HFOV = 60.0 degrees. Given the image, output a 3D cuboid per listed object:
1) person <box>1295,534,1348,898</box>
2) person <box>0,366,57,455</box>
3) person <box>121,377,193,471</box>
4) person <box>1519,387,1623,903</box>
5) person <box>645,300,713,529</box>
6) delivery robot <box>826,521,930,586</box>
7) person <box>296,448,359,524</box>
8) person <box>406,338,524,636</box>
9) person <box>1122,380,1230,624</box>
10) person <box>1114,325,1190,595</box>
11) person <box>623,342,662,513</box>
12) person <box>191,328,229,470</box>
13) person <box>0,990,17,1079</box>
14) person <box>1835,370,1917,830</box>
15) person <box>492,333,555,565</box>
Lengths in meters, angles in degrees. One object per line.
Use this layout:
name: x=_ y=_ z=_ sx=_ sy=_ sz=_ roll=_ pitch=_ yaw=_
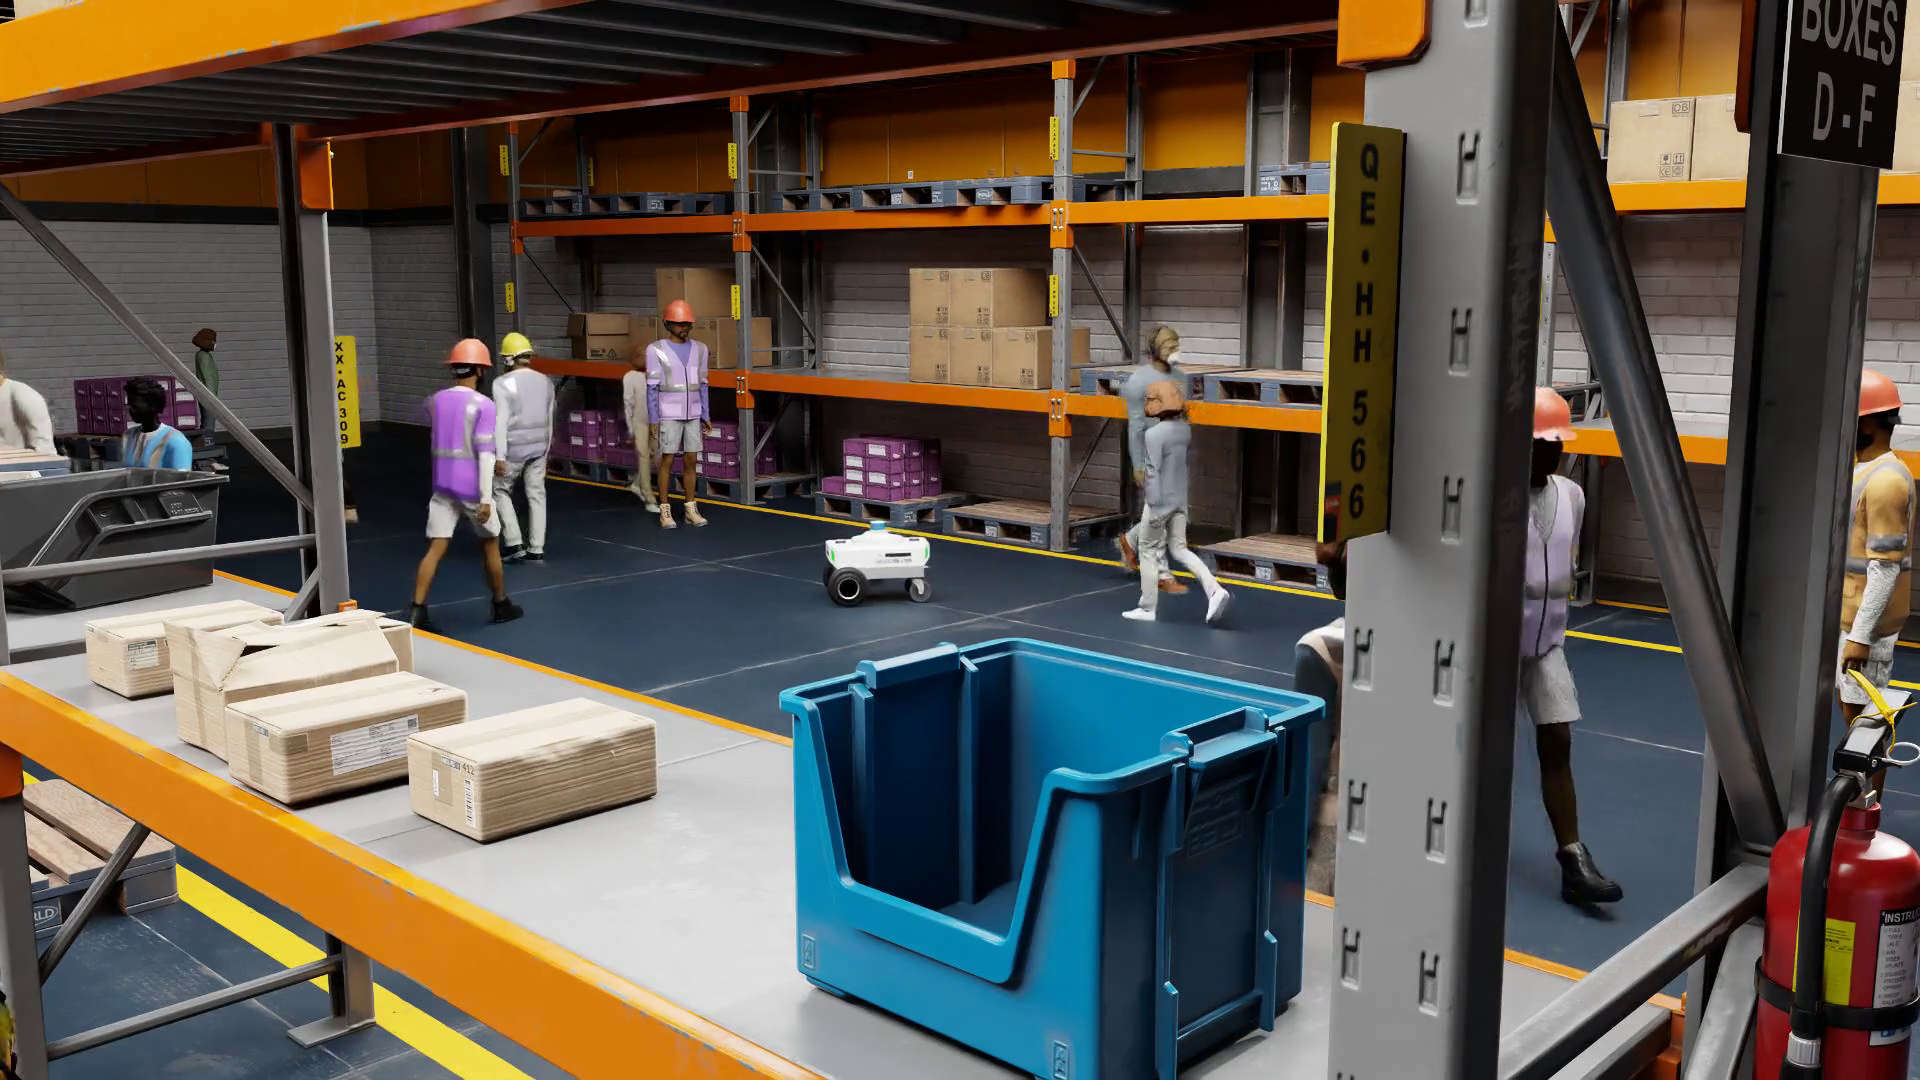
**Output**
person: x=1.099 y=0.758 z=4.598 sx=0.522 sy=1.636 sz=0.310 roll=-7 pitch=11 yaw=-35
person: x=-5.545 y=-0.213 z=9.781 sx=0.726 sy=1.901 sz=0.372 roll=4 pitch=10 yaw=23
person: x=-4.722 y=-0.120 z=9.837 sx=0.536 sy=1.691 sz=0.323 roll=5 pitch=11 yaw=29
person: x=2.109 y=0.373 z=6.217 sx=0.563 sy=1.880 sz=1.009 roll=-3 pitch=10 yaw=-16
person: x=-2.489 y=-1.116 z=14.850 sx=0.616 sy=2.039 sz=0.386 roll=-7 pitch=11 yaw=-36
delivery robot: x=-0.571 y=0.109 z=11.589 sx=0.707 sy=0.478 sz=0.477 roll=-1 pitch=10 yaw=-10
person: x=-5.829 y=-0.977 z=15.116 sx=0.848 sy=1.657 sz=0.545 roll=3 pitch=10 yaw=18
person: x=-3.194 y=-0.330 z=10.553 sx=0.540 sy=1.887 sz=0.982 roll=4 pitch=10 yaw=21
person: x=1.400 y=-0.232 z=10.770 sx=0.702 sy=1.608 sz=0.498 roll=8 pitch=12 yaw=41
person: x=1.388 y=-0.583 z=11.961 sx=0.633 sy=1.920 sz=0.680 roll=-9 pitch=13 yaw=-44
person: x=-3.009 y=-1.078 z=15.900 sx=0.529 sy=1.624 sz=0.520 roll=6 pitch=11 yaw=34
person: x=-8.675 y=-1.623 z=19.210 sx=0.281 sy=1.633 sz=0.499 roll=-6 pitch=11 yaw=-31
person: x=-0.884 y=1.189 z=1.422 sx=0.998 sy=1.817 sz=0.547 roll=5 pitch=10 yaw=27
person: x=3.508 y=0.298 z=6.531 sx=0.374 sy=1.928 sz=0.542 roll=4 pitch=10 yaw=23
person: x=-3.461 y=-0.707 z=13.020 sx=0.512 sy=1.816 sz=0.625 roll=7 pitch=11 yaw=35
